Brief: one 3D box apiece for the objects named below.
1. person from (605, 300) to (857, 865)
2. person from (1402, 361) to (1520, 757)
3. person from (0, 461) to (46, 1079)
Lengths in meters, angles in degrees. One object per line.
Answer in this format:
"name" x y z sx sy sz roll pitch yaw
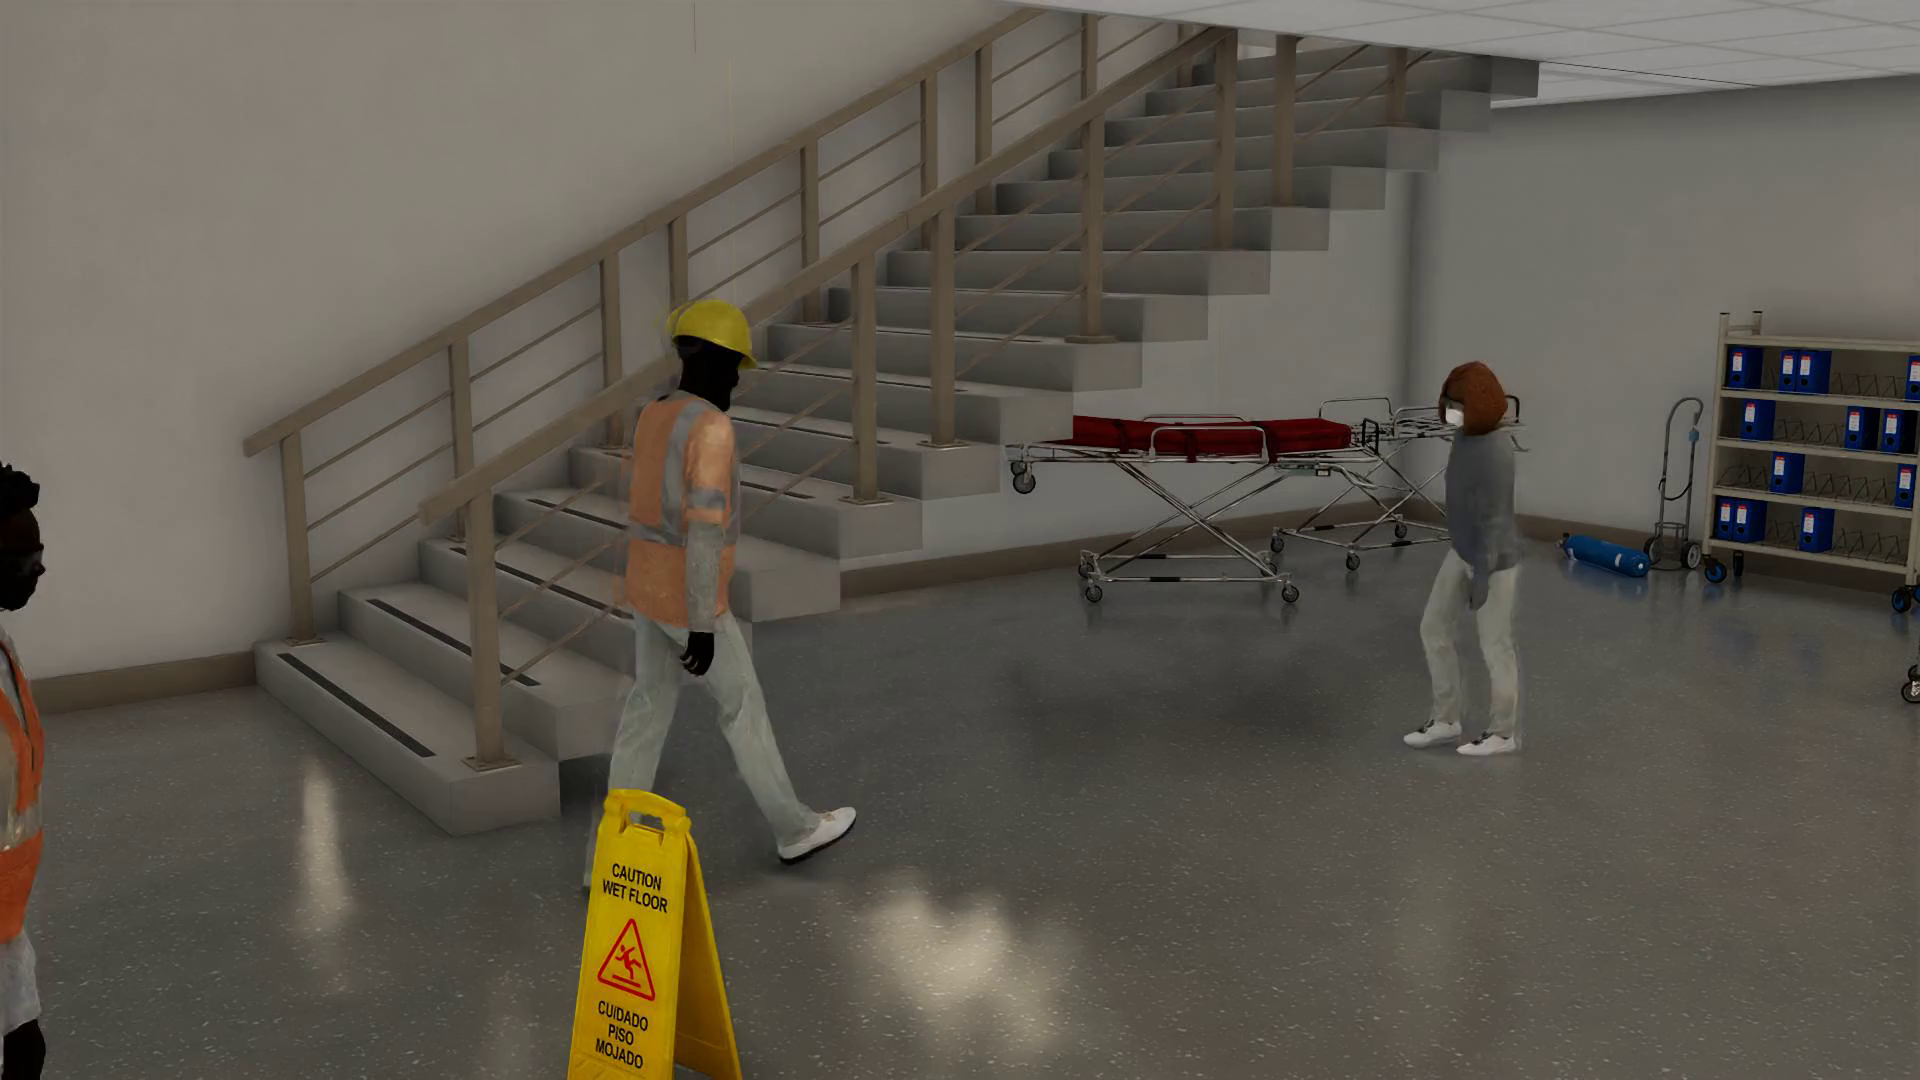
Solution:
"person" -0.778 0.178 5.327 0.960 1.859 0.656 -7 12 -33
"person" 2.022 0.098 6.528 0.523 1.597 0.509 -2 10 -10
"person" -1.907 0.690 2.948 0.612 1.671 0.545 -4 10 -20
